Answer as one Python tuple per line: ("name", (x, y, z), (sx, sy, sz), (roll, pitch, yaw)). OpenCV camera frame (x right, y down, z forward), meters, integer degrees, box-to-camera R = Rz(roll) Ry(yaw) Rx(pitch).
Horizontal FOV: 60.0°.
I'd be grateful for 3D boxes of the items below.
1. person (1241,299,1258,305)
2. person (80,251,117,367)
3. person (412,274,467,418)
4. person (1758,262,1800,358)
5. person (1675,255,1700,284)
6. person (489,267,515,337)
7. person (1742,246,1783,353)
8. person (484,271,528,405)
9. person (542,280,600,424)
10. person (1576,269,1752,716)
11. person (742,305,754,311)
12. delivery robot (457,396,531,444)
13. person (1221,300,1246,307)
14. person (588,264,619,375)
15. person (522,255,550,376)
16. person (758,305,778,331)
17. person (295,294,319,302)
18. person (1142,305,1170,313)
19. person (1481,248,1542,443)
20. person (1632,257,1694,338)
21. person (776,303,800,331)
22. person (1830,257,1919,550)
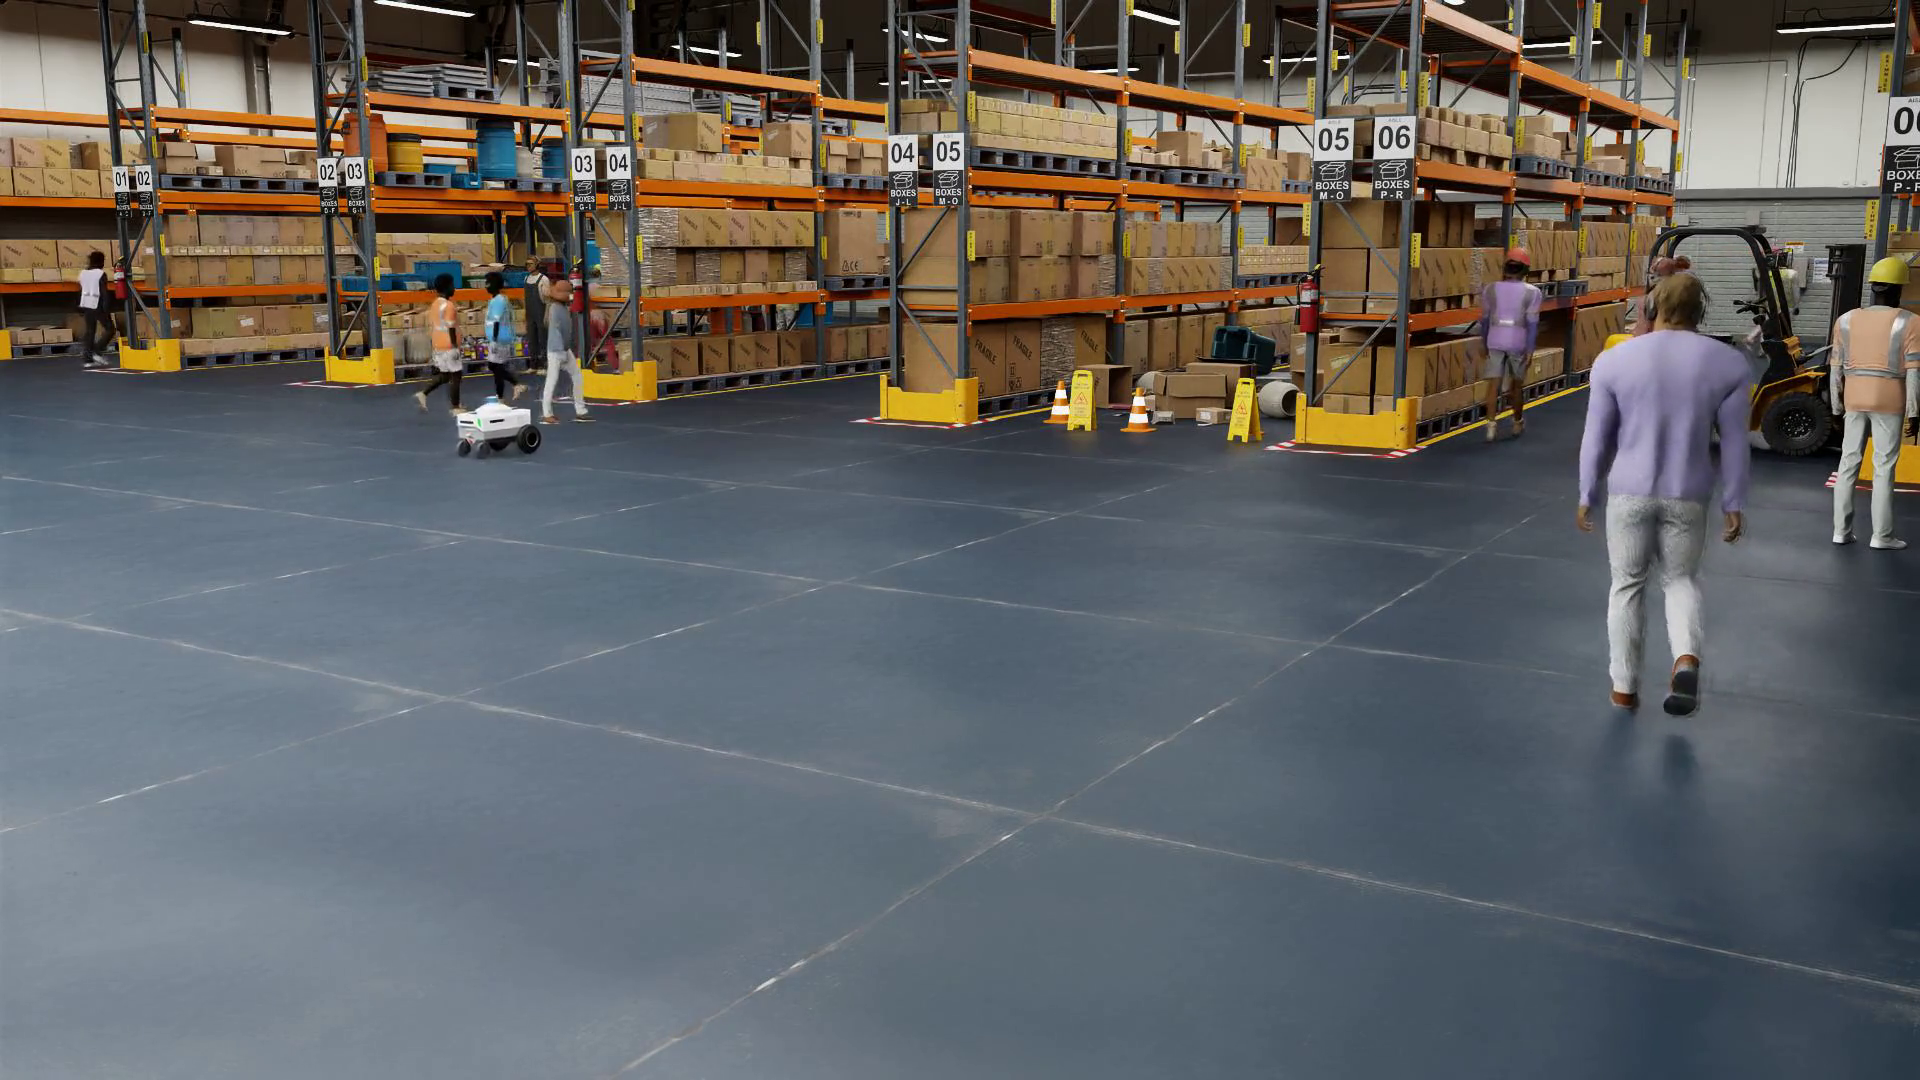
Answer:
("person", (5.535, -4.649, 32.084), (0.450, 1.921, 0.633), (-9, 13, -40))
("person", (-14.212, -3.791, 27.345), (0.725, 1.884, 0.533), (4, 11, 24))
("person", (-5.967, -2.219, 19.138), (0.583, 1.681, 0.540), (-7, 12, -35))
("person", (14.448, -4.097, 29.293), (0.434, 1.821, 0.681), (-7, 12, -35))
("person", (11.362, -3.573, 26.266), (0.593, 1.833, 0.449), (7, 12, 33))
("person", (-7.870, -3.913, 28.785), (0.541, 1.606, 0.758), (5, 11, 24))
("person", (14.587, -4.314, 30.045), (0.721, 1.975, 0.626), (6, 12, 30))
("person", (-5.627, -2.449, 20.391), (0.449, 1.681, 0.543), (-3, 10, -14))
("person", (-4.377, -2.084, 18.590), (0.717, 1.609, 0.520), (2, 10, 10))
("person", (2.959, -0.172, 7.002), (0.655, 1.918, 0.556), (3, 11, 15))
("person", (-4.422, -5.013, 34.061), (0.552, 1.935, 0.374), (8, 13, 40))
("delivery robot", (-4.458, -1.131, 15.923), (0.477, 0.478, 0.707), (6, 12, 31))
("person", (4.962, -4.272, 30.127), (0.553, 1.858, 0.402), (7, 12, 35))
("person", (-5.544, -3.362, 25.464), (0.528, 1.704, 0.799), (10, 14, 43))
("person", (-6.497, -3.438, 25.492), (0.504, 1.847, 0.344), (6, 12, 31))
("person", (-3.417, -4.351, 30.345), (0.632, 1.940, 0.372), (5, 11, 25))
("person", (-11.922, -4.301, 30.376), (0.616, 1.823, 0.403), (6, 12, 29))
("person", (3.782, -4.741, 32.243), (0.676, 2.000, 0.536), (5, 11, 25))
("person", (5.638, -1.995, 17.076), (0.610, 1.984, 1.111), (5, 11, 28))
("person", (6.391, -1.612, 15.125), (0.658, 1.892, 0.590), (-3, 11, -18))
("person", (-3.021, -4.083, 29.140), (0.591, 1.833, 0.403), (8, 13, 38))
("person", (6.068, -0.896, 11.025), (0.369, 1.928, 0.586), (-7, 12, -35))
